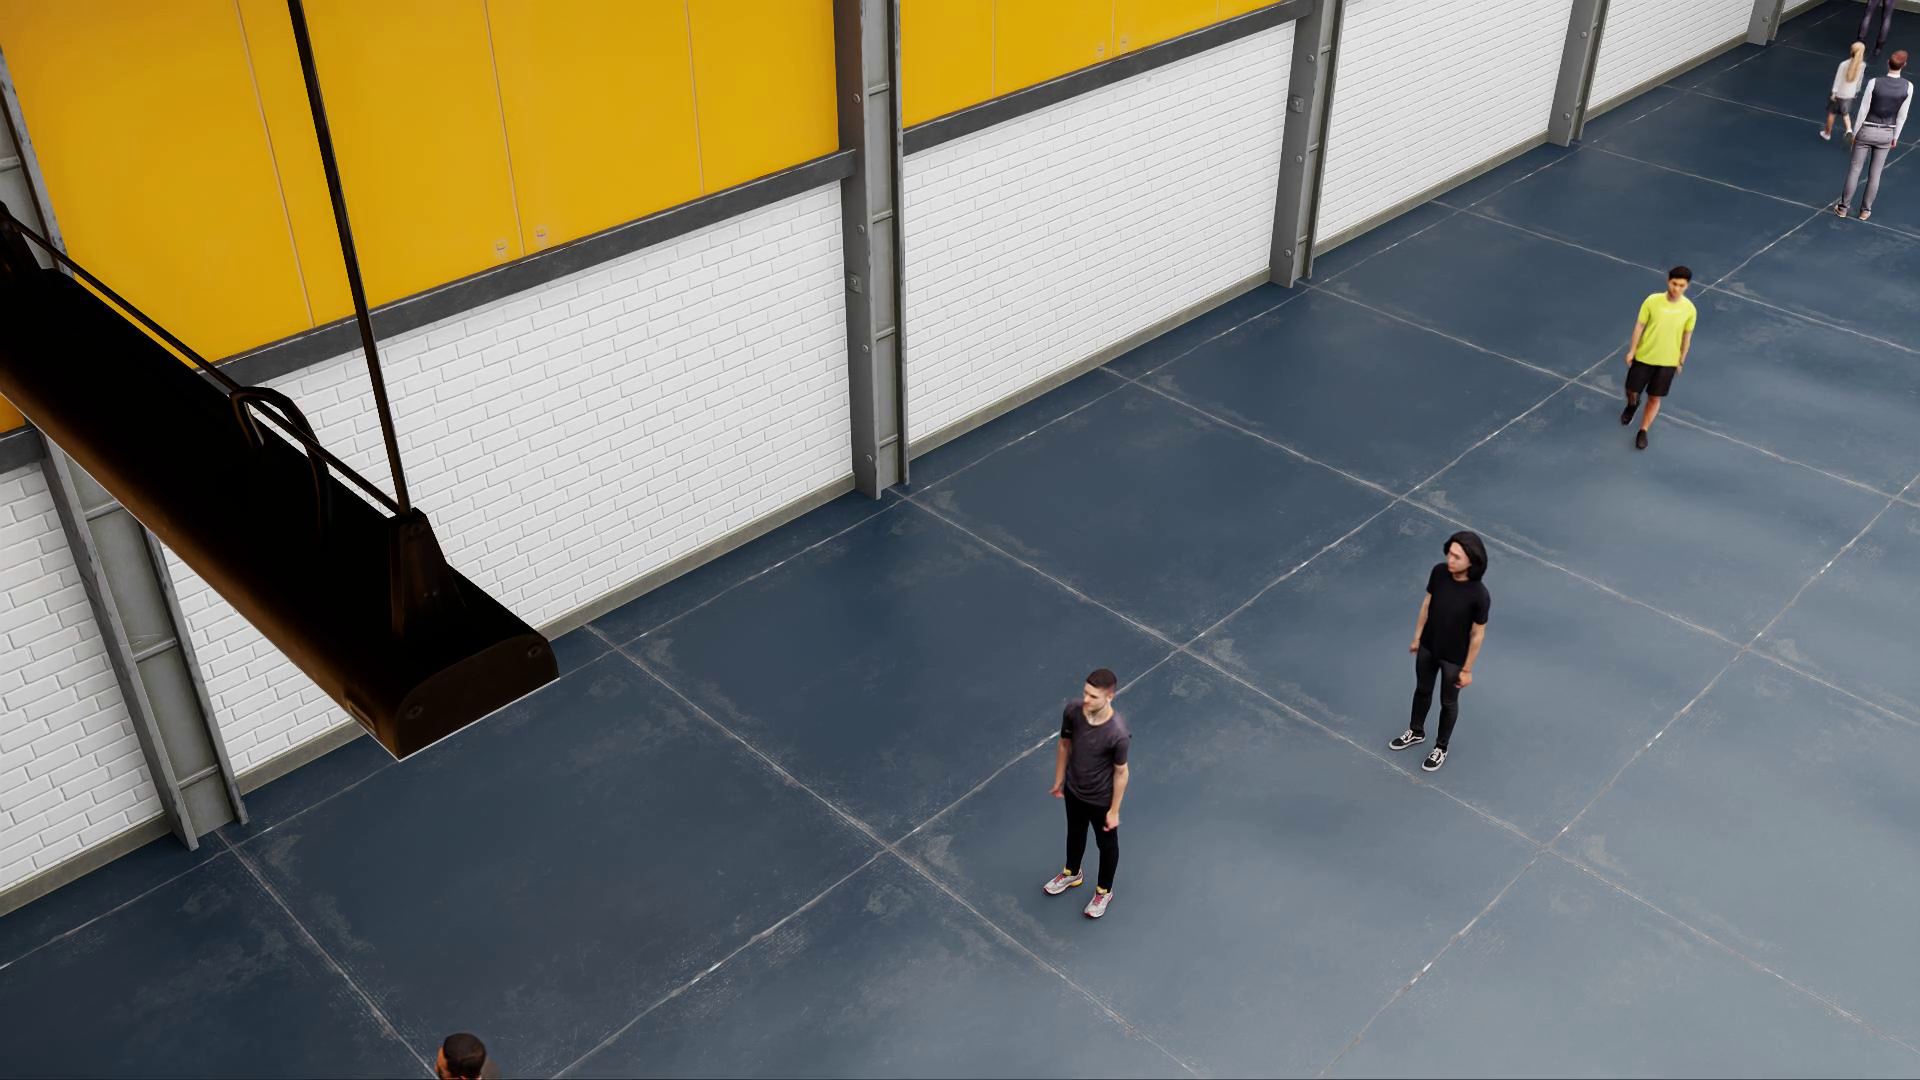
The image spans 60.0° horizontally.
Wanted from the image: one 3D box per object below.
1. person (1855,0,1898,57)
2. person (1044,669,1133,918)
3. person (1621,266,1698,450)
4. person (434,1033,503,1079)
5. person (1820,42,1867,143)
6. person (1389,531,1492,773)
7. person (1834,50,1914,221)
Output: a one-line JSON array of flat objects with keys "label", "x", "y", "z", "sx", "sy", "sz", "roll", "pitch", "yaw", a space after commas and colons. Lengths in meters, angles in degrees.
[{"label": "person", "x": 13.364, "y": -7.954, "z": 24.031, "sx": 0.754, "sy": 1.832, "sz": 0.747, "roll": 10, "pitch": 35, "yaw": 14}, {"label": "person", "x": 0.794, "y": 1.480, "z": 9.900, "sx": 0.642, "sy": 1.764, "sz": 0.552, "roll": 27, "pitch": 42, "yaw": 34}, {"label": "person", "x": 6.148, "y": -1.662, "z": 14.683, "sx": 0.805, "sy": 1.702, "sz": 0.901, "roll": 12, "pitch": 35, "yaw": 18}, {"label": "person", "x": -2.168, "y": 2.918, "z": 7.700, "sx": 0.712, "sy": 1.804, "sz": 0.759, "roll": -11, "pitch": 35, "yaw": -16}, {"label": "person", "x": 11.254, "y": -5.666, "z": 21.098, "sx": 0.737, "sy": 1.268, "sz": 0.793, "roll": -1, "pitch": 34, "yaw": -1}, {"label": "person", "x": 3.226, "y": 0.700, "z": 11.007, "sx": 0.582, "sy": 1.837, "sz": 0.668, "roll": -21, "pitch": 39, "yaw": -28}, {"label": "person", "x": 10.413, "y": -4.613, "z": 18.908, "sx": 0.733, "sy": 1.938, "sz": 0.710, "roll": 13, "pitch": 36, "yaw": 18}]
